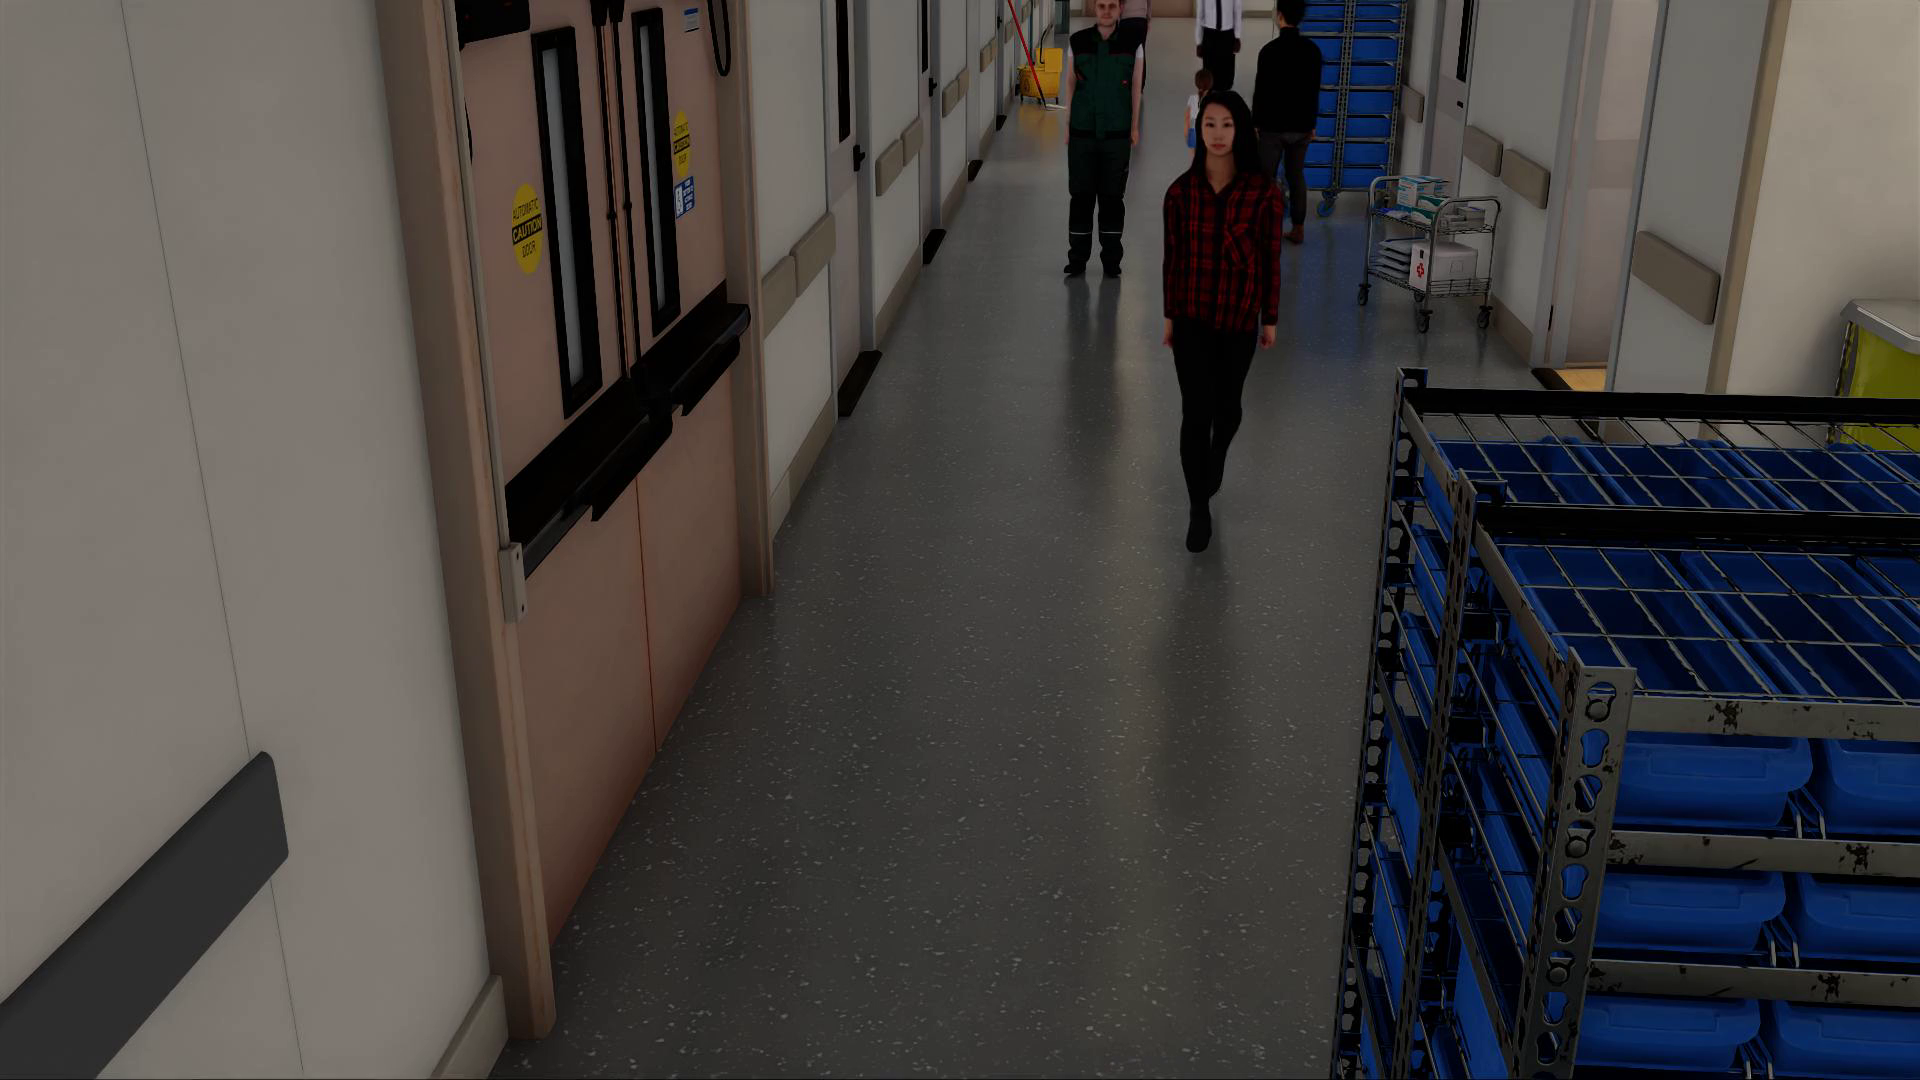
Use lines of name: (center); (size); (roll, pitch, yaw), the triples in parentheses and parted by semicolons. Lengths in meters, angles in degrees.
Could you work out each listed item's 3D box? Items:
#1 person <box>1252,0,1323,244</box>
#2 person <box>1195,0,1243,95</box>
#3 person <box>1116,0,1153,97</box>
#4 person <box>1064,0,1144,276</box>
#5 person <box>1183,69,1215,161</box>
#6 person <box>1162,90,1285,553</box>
person: (2.288, -2.945, 11.689); (0.716, 1.719, 0.671); (-5, 21, -14)
person: (2.787, -5.314, 17.824); (0.672, 1.804, 1.149); (3, 21, 8)
person: (2.210, -6.609, 21.236); (0.670, 1.809, 0.618); (-2, 21, -6)
person: (0.904, -2.631, 10.685); (0.639, 1.838, 0.572); (3, 21, 7)
person: (2.023, -3.415, 13.929); (0.441, 1.010, 0.608); (1, 21, 3)
person: (0.968, -0.823, 6.224); (0.653, 1.621, 1.051); (4, 21, 9)
